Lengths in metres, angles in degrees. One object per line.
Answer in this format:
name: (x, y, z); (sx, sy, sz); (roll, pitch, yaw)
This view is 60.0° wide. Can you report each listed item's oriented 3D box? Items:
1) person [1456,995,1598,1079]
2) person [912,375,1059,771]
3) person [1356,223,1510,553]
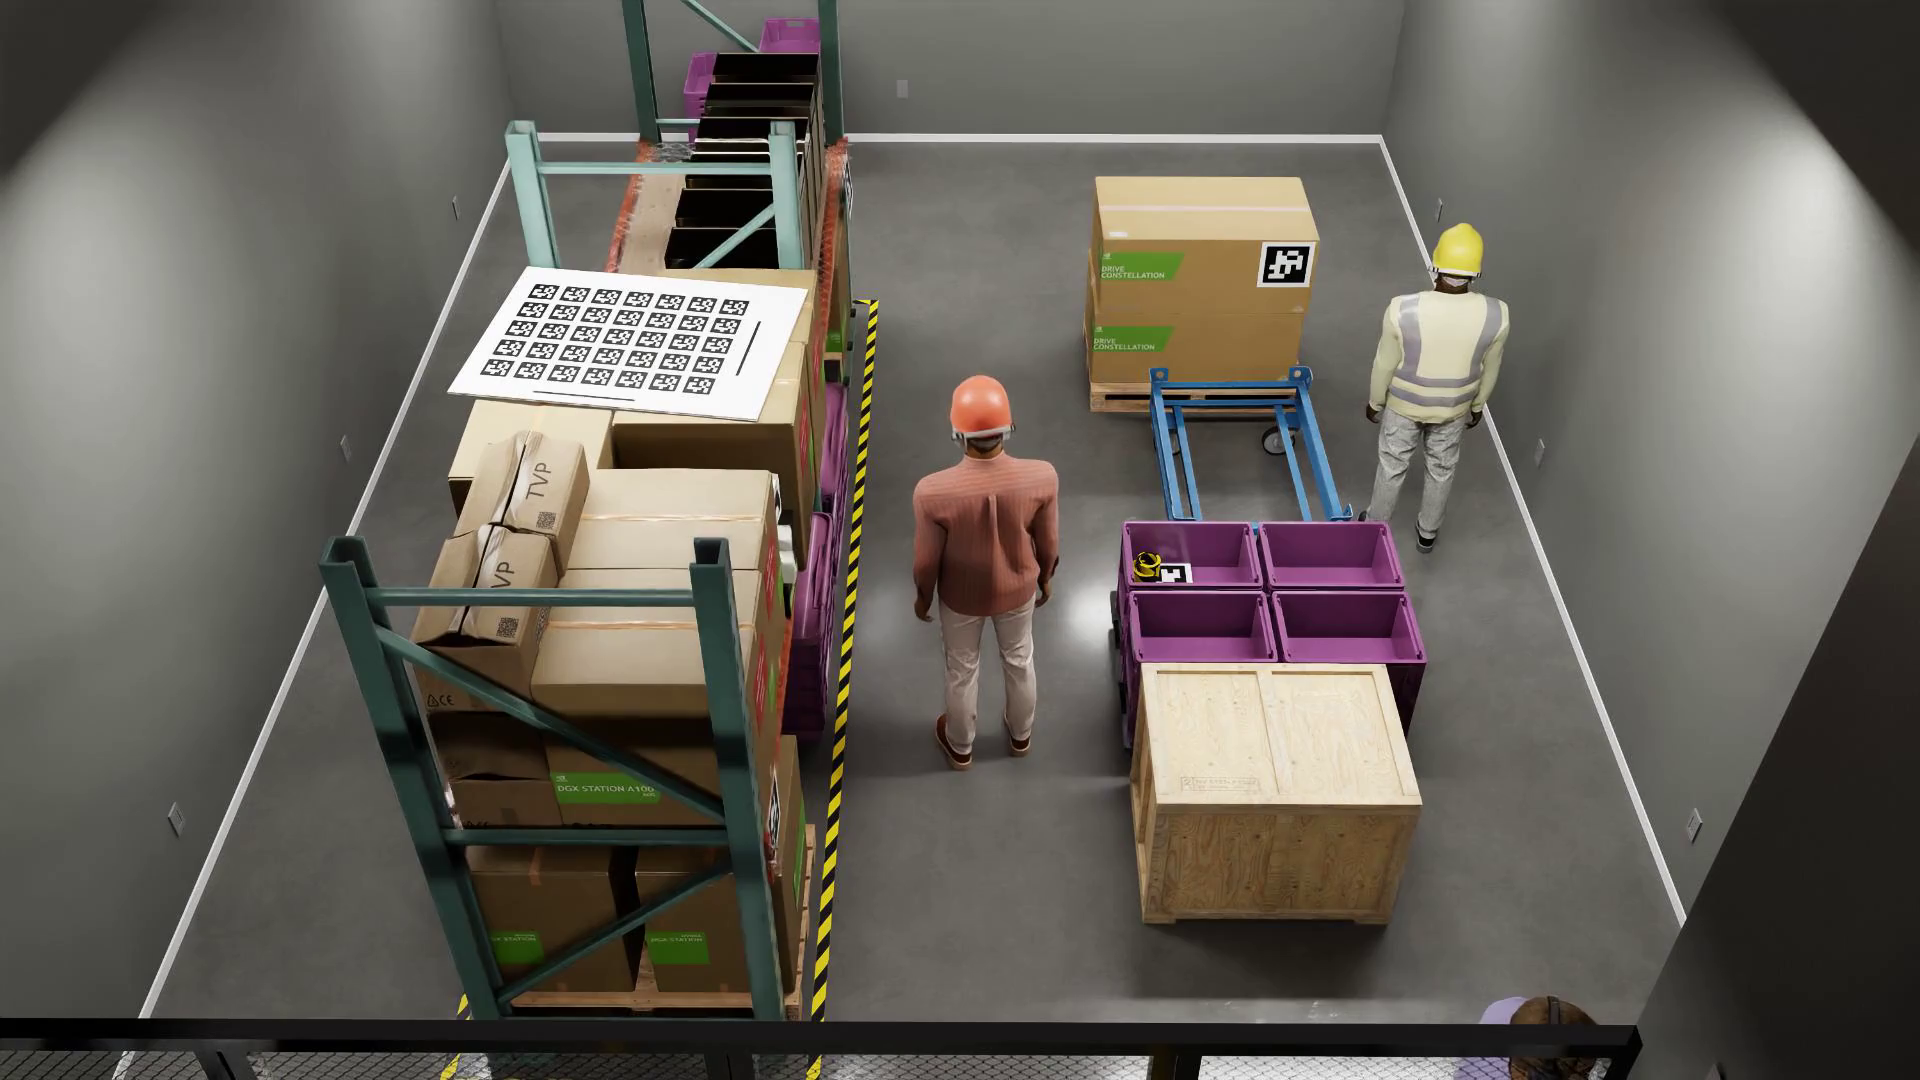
person: (1.537, 1.940, 4.900); (0.357, 1.939, 0.638); (11, 42, 12)
person: (0.100, 0.169, 6.879); (0.611, 1.994, 0.386); (-9, 42, -10)
person: (2.246, -0.695, 7.985); (0.589, 1.833, 0.404); (2, 41, 2)
